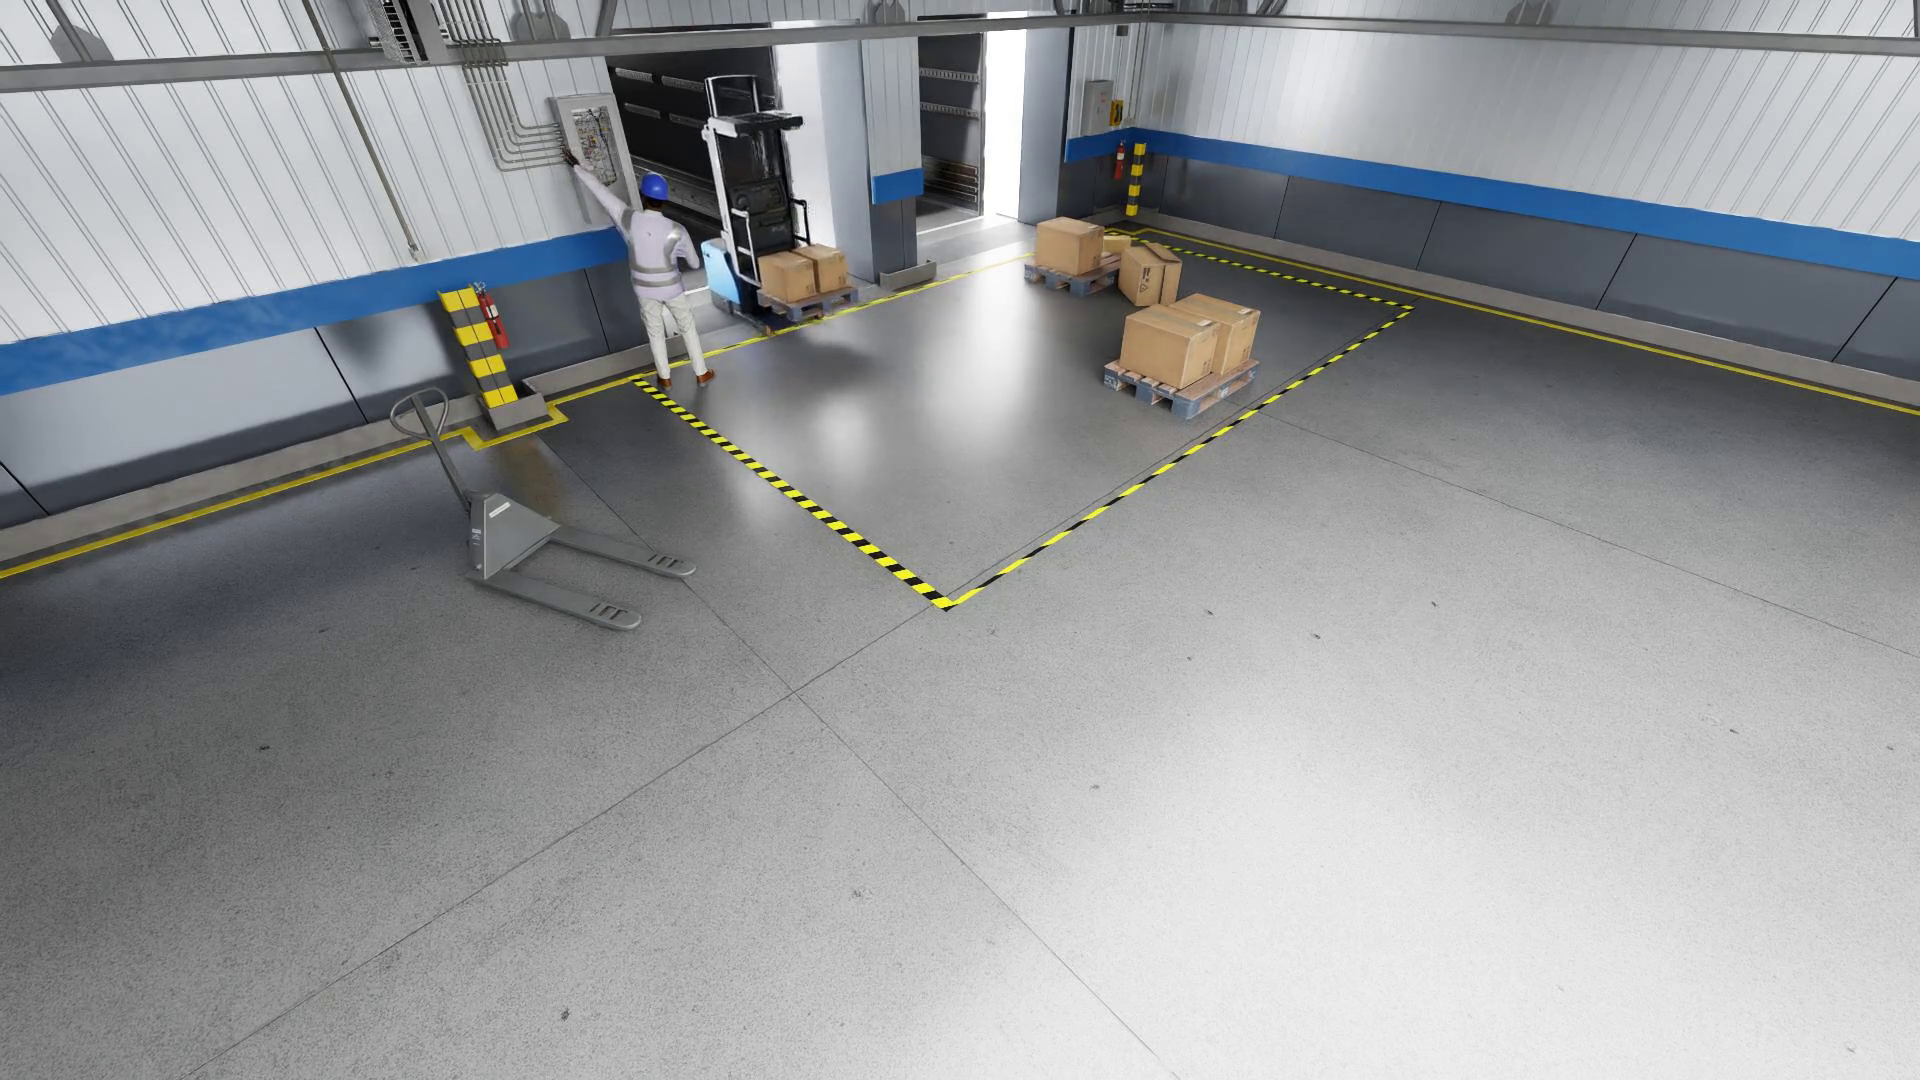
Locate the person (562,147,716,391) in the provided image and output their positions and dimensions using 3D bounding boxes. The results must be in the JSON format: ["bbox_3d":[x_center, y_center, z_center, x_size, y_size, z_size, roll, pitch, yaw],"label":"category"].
[{"bbox_3d":[-2.884,-2.439,6.764,0.995,2.057,0.684,-6,38,-8],"label":"person"}]

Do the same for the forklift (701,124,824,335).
[{"bbox_3d":[-2.466,-3.600,8.277,0.716,2.013,0.776,-30,47,-33],"label":"forklift"}]

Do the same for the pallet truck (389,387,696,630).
[{"bbox_3d":[-2.613,-0.247,4.593,1.601,1.201,0.680,14,40,17],"label":"pallet truck"}]
